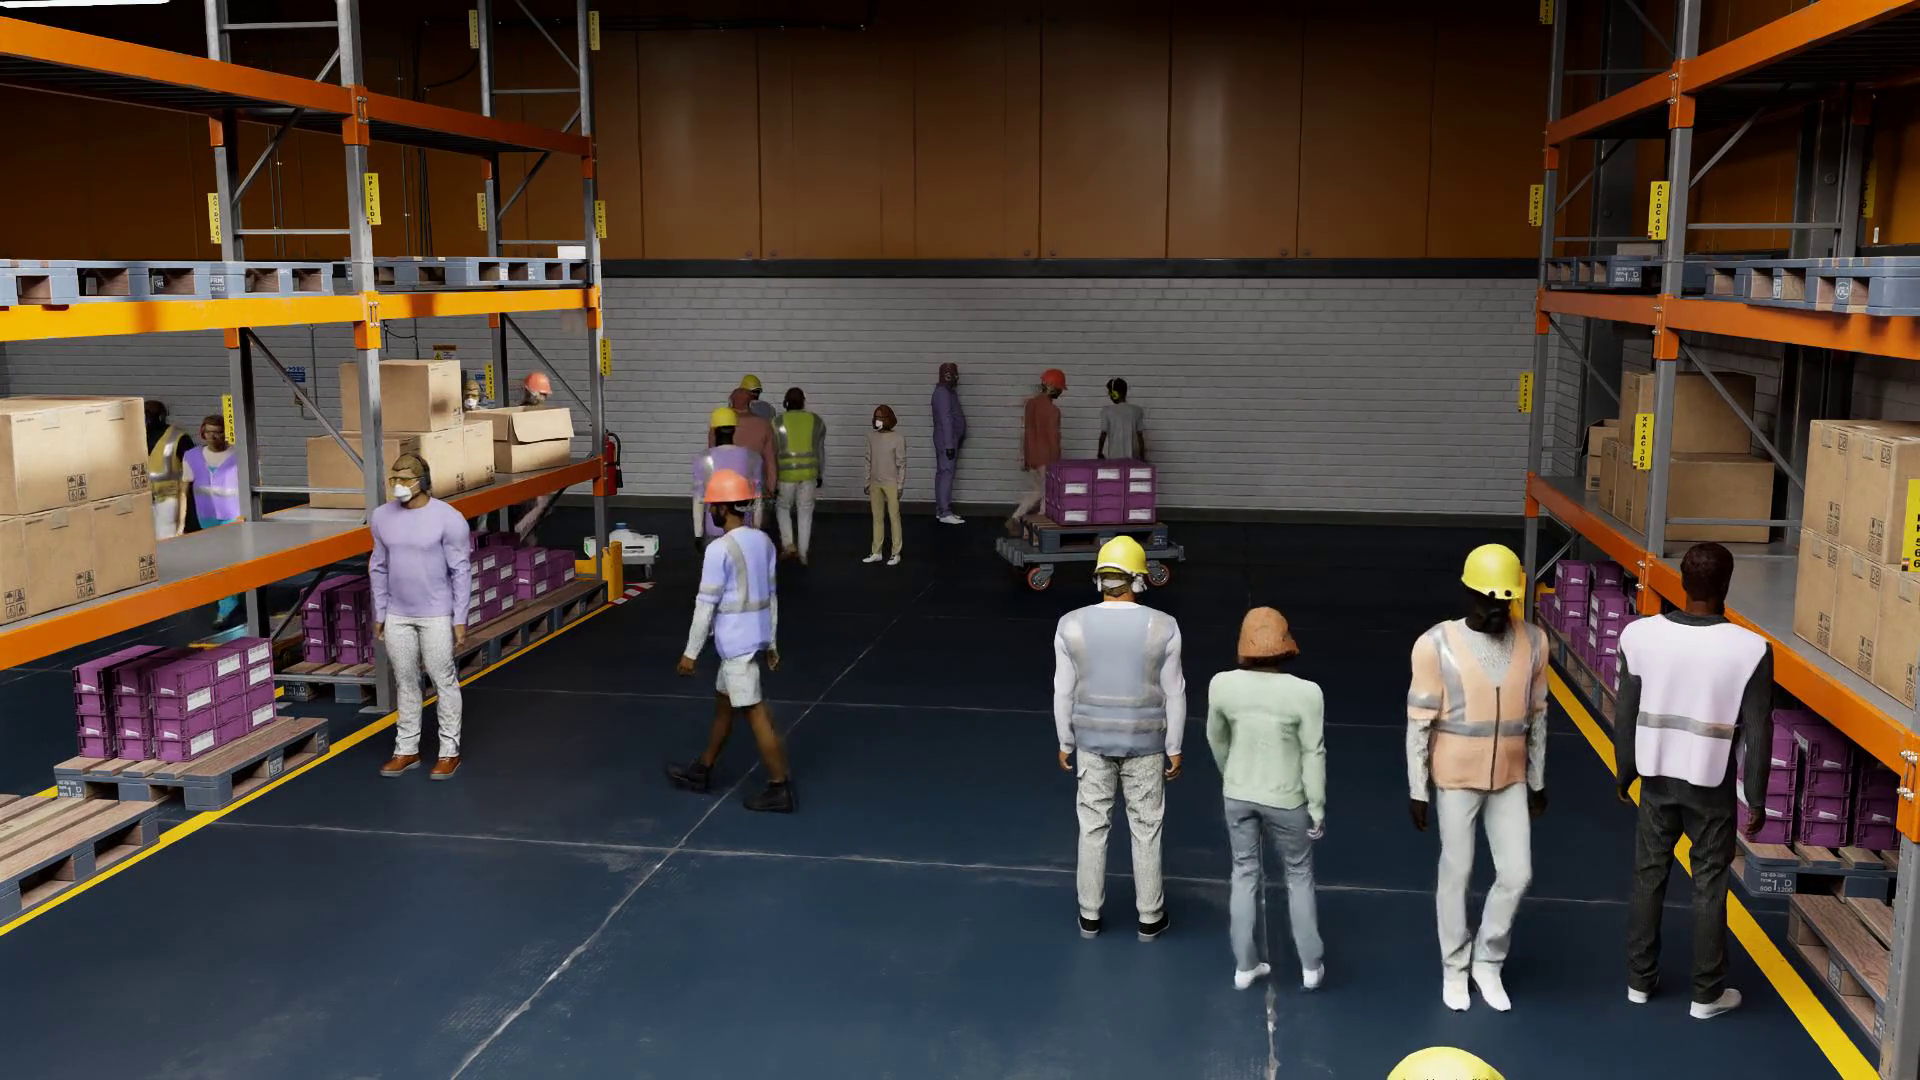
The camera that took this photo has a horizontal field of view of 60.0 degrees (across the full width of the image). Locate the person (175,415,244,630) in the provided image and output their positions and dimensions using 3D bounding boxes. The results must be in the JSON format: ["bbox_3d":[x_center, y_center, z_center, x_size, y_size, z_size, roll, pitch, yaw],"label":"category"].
[{"bbox_3d":[-6.252,-0.167,14.055,0.587,1.791,0.989,0,9,-1],"label":"person"}]

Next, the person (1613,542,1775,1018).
[{"bbox_3d":[2.934,0.962,6.697,0.597,1.914,0.373,8,12,40],"label":"person"}]

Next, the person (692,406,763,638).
[{"bbox_3d":[-1.872,-0.124,13.409,0.601,1.905,0.477,-4,10,-23],"label":"person"}]

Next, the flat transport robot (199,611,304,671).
[{"bbox_3d":[-5.323,0.785,12.848,0.652,0.197,1.431,1,9,8],"label":"flat transport robot"}]

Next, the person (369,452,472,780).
[{"bbox_3d":[-3.175,0.448,9.799,0.629,1.940,0.379,2,9,14],"label":"person"}]

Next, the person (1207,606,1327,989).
[{"bbox_3d":[1.291,1.069,6.935,0.543,1.622,0.420,5,10,28],"label":"person"}]

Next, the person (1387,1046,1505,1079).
[{"bbox_3d":[0.768,1.673,2.771,0.526,1.768,0.331,-8,12,-42],"label":"person"}]

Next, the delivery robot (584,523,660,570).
[{"bbox_3d":[-3.260,0.077,16.054,0.707,0.478,0.477,-1,9,-9],"label":"delivery robot"}]

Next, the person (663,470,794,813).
[{"bbox_3d":[-1.327,0.558,9.237,0.952,1.889,0.562,4,10,21],"label":"person"}]

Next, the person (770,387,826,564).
[{"bbox_3d":[-1.669,-0.646,16.940,0.623,1.817,0.444,-3,10,-19],"label":"person"}]

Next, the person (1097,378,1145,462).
[{"bbox_3d":[1.812,-0.878,18.362,0.503,1.829,0.900,-3,10,-19],"label":"person"}]

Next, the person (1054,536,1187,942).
[{"bbox_3d":[0.717,0.890,7.433,0.587,1.822,0.403,2,9,13],"label":"person"}]

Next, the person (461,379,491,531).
[{"bbox_3d":[-4.788,-0.615,16.367,0.628,1.936,0.375,-8,12,-41],"label":"person"}]

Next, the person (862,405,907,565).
[{"bbox_3d":[-0.773,-0.562,16.967,0.497,1.633,0.285,6,11,32],"label":"person"}]

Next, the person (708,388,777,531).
[{"bbox_3d":[-2.121,-0.539,16.124,0.664,1.854,0.974,-2,9,-11],"label":"person"}]

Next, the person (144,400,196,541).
[{"bbox_3d":[-7.503,-0.426,15.647,0.653,1.803,0.945,1,9,8],"label":"person"}]

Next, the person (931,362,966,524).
[{"bbox_3d":[-0.132,-1.152,19.763,0.411,1.909,0.643,-1,9,-6],"label":"person"}]

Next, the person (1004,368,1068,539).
[{"bbox_3d":[0.838,-0.864,17.843,0.581,1.957,0.636,-5,11,-29],"label":"person"}]

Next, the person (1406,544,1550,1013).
[{"bbox_3d":[2.107,0.962,6.703,0.628,1.911,0.479,-1,9,-8],"label":"person"}]

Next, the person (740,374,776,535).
[{"bbox_3d":[-2.332,-0.942,18.699,0.403,1.833,0.586,7,11,37],"label":"person"}]

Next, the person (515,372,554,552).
[{"bbox_3d":[-4.406,-0.718,16.914,0.651,1.965,0.691,7,11,35],"label":"person"}]
